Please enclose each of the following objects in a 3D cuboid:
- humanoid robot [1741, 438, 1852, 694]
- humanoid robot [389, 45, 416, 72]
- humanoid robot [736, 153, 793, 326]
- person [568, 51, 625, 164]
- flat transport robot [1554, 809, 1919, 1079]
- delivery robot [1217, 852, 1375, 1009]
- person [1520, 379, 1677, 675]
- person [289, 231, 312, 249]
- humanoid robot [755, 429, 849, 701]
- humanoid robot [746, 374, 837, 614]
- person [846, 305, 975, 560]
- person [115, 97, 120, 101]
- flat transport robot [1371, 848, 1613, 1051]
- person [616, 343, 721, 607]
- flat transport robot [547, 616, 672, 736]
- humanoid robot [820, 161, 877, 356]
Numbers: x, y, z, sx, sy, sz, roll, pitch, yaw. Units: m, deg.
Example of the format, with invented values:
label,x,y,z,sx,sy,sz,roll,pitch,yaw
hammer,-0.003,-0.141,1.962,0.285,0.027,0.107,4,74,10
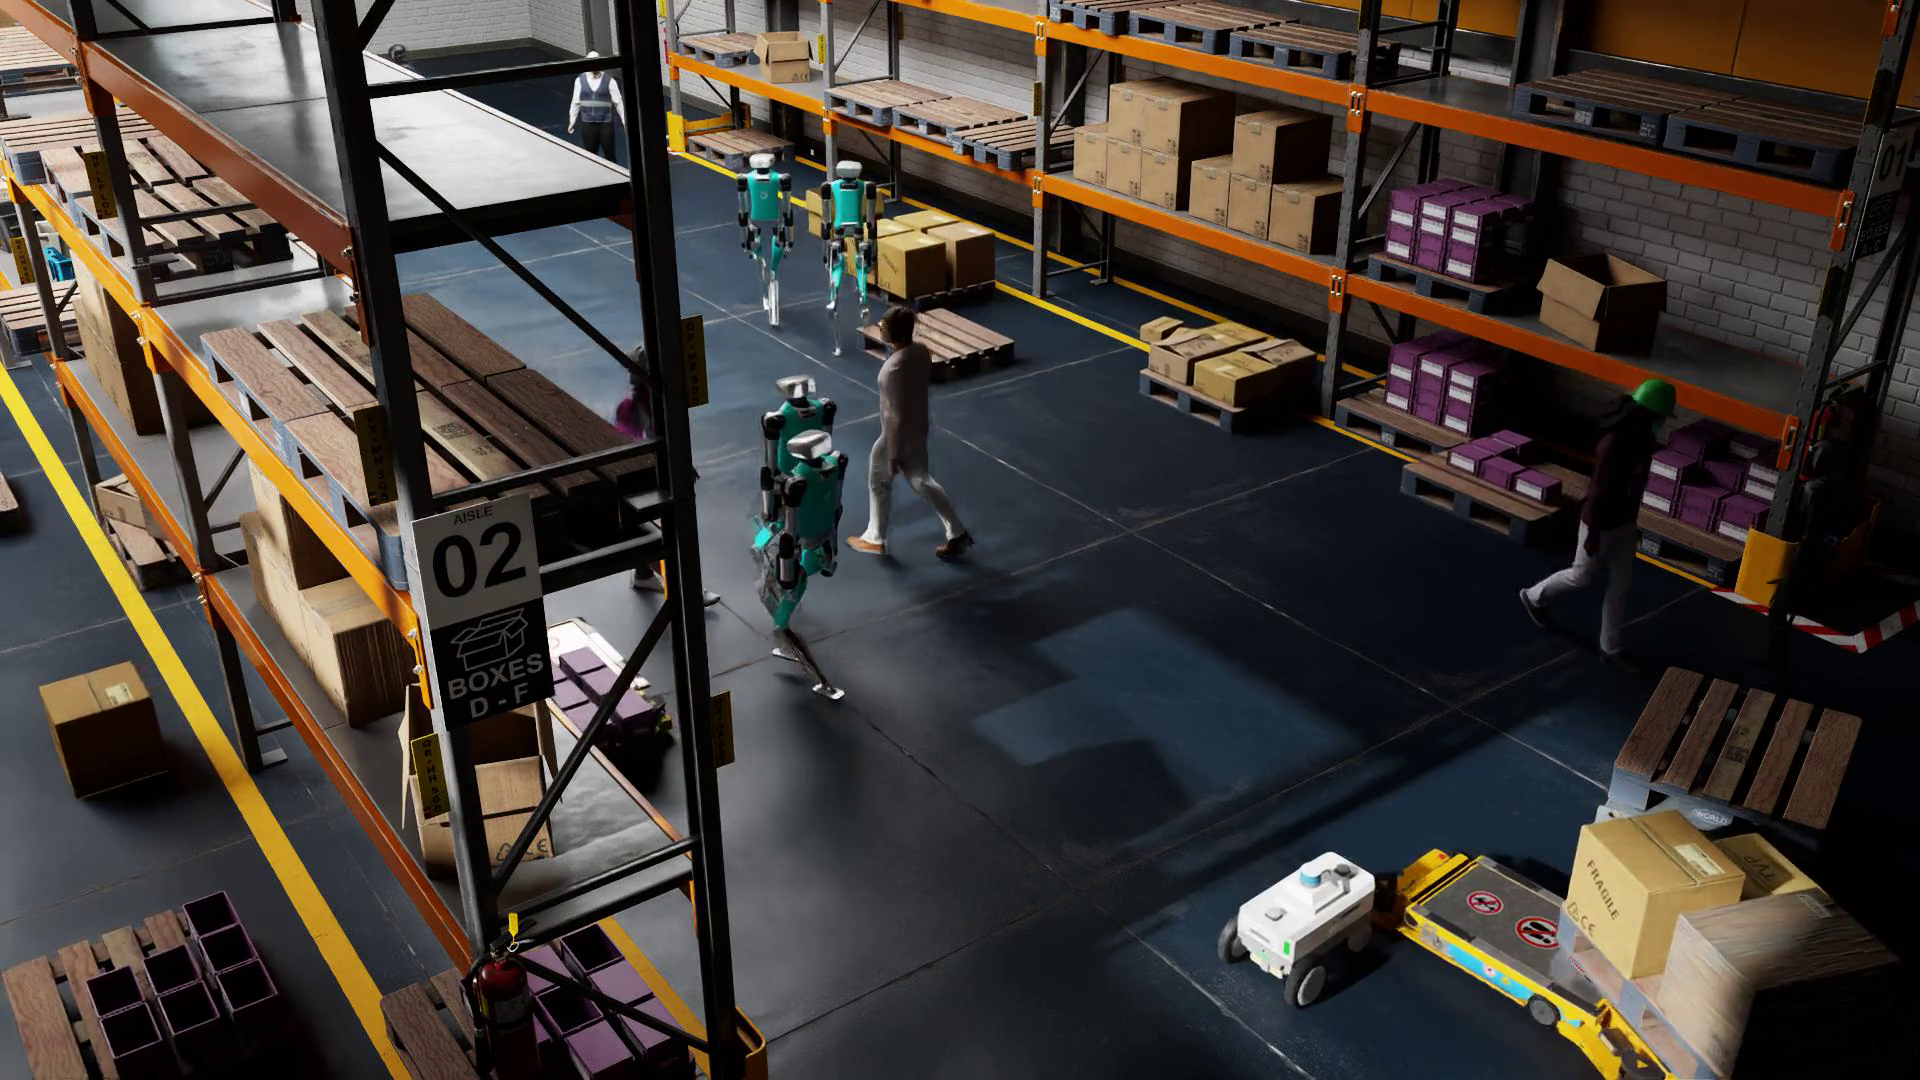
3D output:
label,x,y,z,sx,sy,sz,roll,pitch,yaw
humanoid robot,5.088,0.152,10.118,0.391,1.654,0.612,18,32,32
humanoid robot,-7.127,-5.631,21.671,0.740,1.630,0.587,-9,28,-17
humanoid robot,-1.891,-3.005,16.388,0.530,1.739,1.069,-1,27,-3
person,-4.478,-5.166,20.615,0.757,1.750,0.447,-1,27,-2
flat transport robot,3.523,2.194,7.623,1.431,0.231,0.659,-7,27,-13
delivery robot,1.658,1.836,8.025,0.805,0.601,0.499,-21,33,-35
person,4.063,-0.151,10.485,0.519,1.898,0.878,-16,31,-29
person,-6.126,-2.500,15.448,0.283,1.627,0.503,3,27,6
humanoid robot,-1.056,0.119,10.123,0.876,1.774,0.545,16,31,29
humanoid robot,-1.174,-0.266,10.929,0.545,1.826,0.713,-21,34,-36
person,-0.350,-0.727,11.618,0.926,1.908,0.633,11,29,21
person,-9.069,-4.018,18.099,0.671,1.970,0.457,-18,32,-31
flat transport robot,2.728,1.958,8.092,0.659,0.231,1.431,-21,34,-36
person,-1.921,-0.426,11.101,0.803,1.818,0.524,8,28,16
flat transport robot,-2.388,0.884,10.229,0.659,0.231,1.431,-18,32,-31
humanoid robot,-1.015,-2.573,15.516,0.545,1.784,0.819,-3,27,-5
